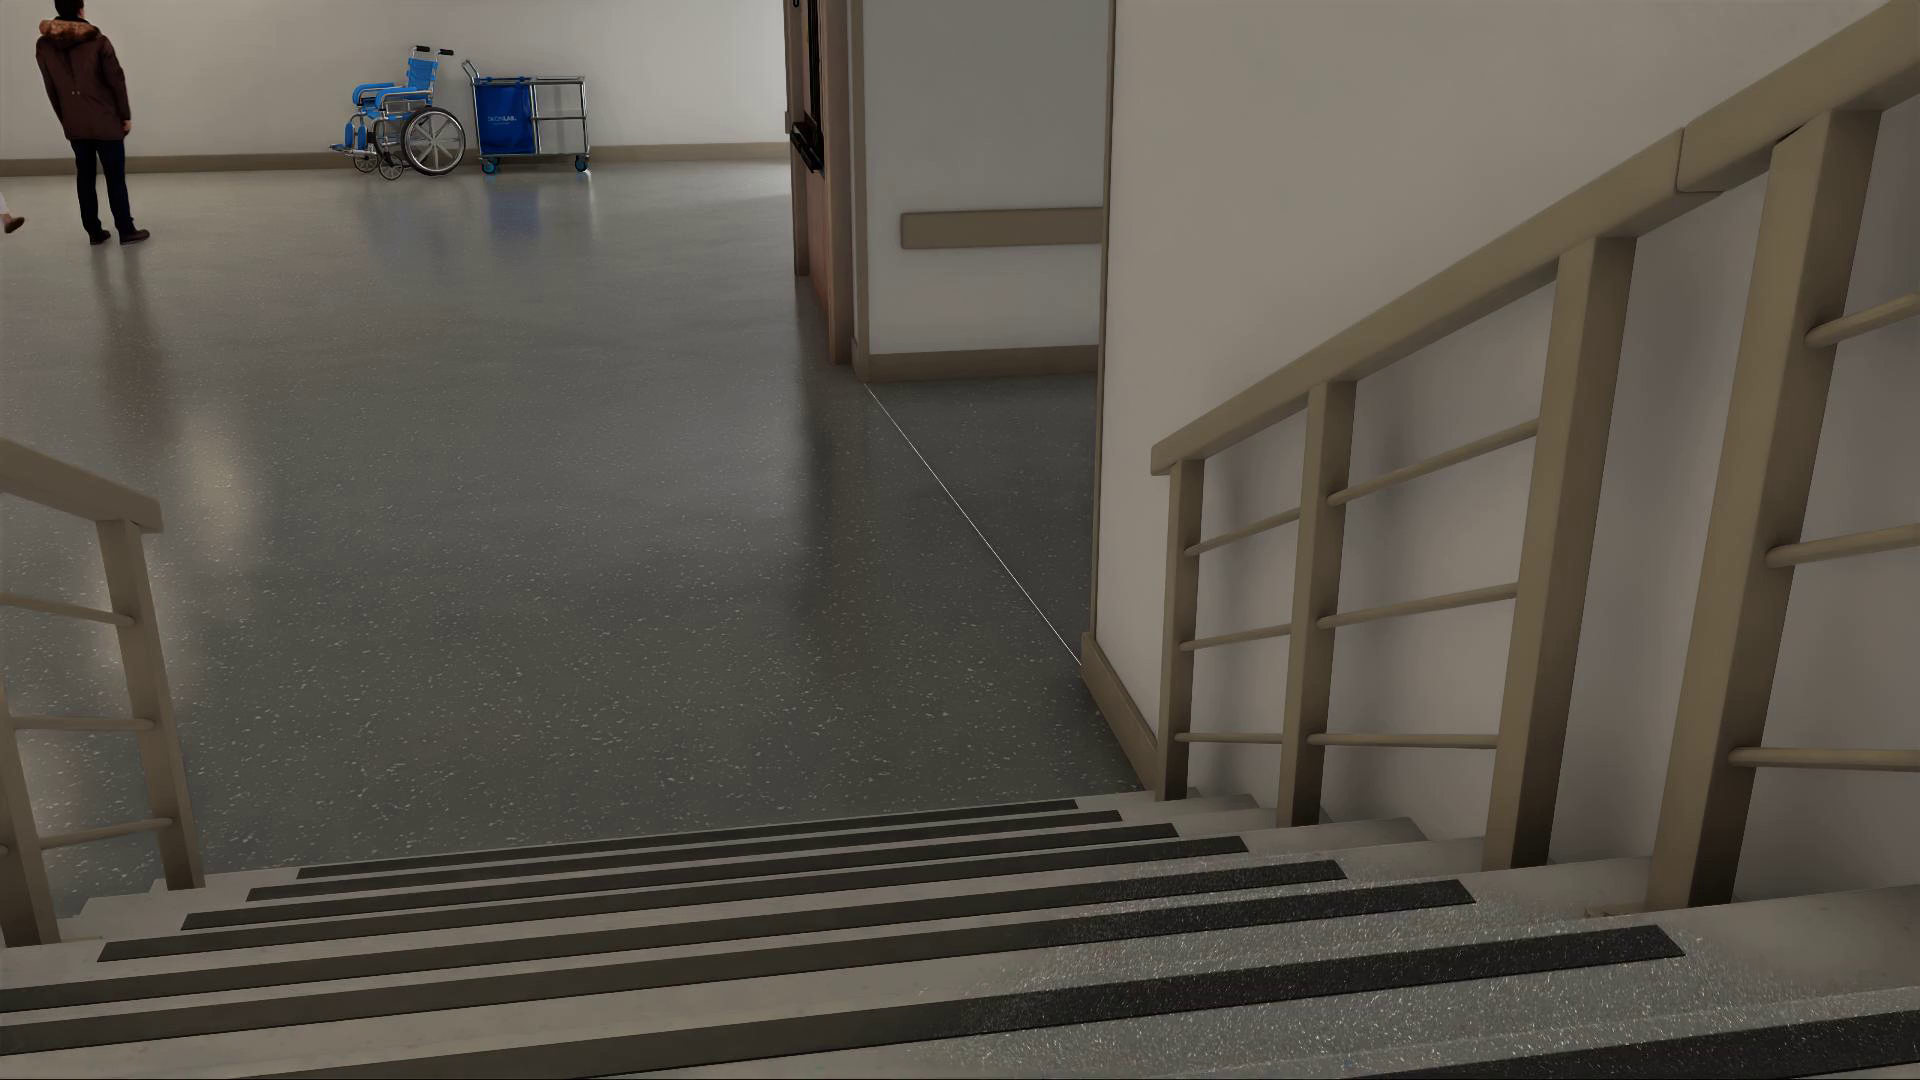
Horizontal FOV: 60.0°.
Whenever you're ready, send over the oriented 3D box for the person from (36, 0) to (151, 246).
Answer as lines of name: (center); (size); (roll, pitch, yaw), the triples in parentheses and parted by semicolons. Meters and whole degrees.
person: (-6.478, -3.145, 12.402); (0.811, 1.848, 0.752); (1, 21, 2)
